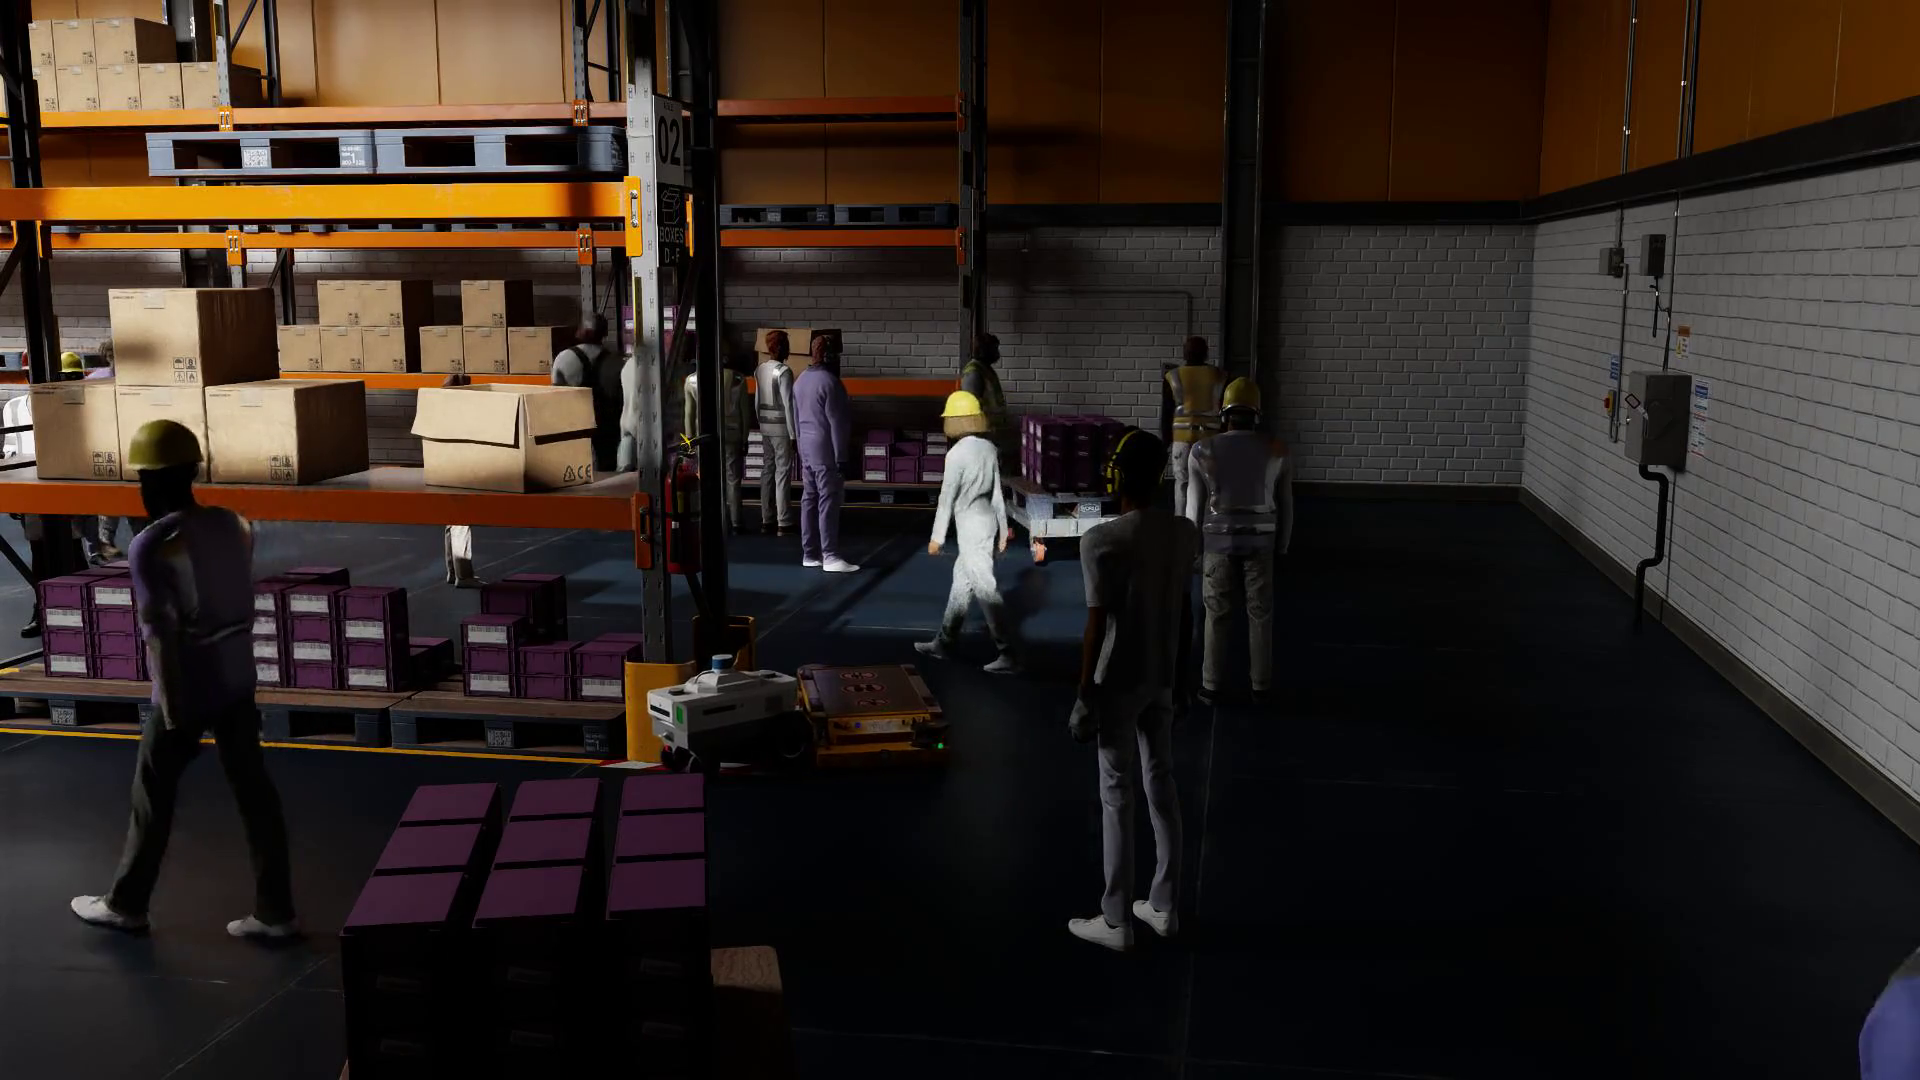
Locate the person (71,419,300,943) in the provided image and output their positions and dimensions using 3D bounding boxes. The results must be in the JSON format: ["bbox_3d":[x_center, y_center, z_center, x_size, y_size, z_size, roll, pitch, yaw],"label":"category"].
[{"bbox_3d":[-2.809,0.513,5.966,0.943,1.883,0.591,3,10,18],"label":"person"}]

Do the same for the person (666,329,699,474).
[{"bbox_3d":[-2.633,-1.074,15.875,0.418,1.866,0.606,2,9,11],"label":"person"}]

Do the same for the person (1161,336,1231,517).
[{"bbox_3d":[2.113,-0.901,14.895,0.631,1.841,0.429,0,9,1],"label":"person"}]

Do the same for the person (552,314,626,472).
[{"bbox_3d":[-3.553,-1.165,15.913,0.746,2.000,0.534,-3,10,-16],"label":"person"}]

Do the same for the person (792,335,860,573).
[{"bbox_3d":[-1.076,-0.695,13.408,0.401,1.910,0.641,-6,11,-34],"label":"person"}]

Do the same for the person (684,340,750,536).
[{"bbox_3d":[-2.207,-0.940,15.180,0.589,1.827,0.404,-1,9,-5],"label":"person"}]

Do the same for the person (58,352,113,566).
[{"bbox_3d":[-7.163,-0.636,13.479,0.308,1.769,0.524,7,12,37],"label":"person"}]

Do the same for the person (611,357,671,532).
[{"bbox_3d":[-2.884,-1.036,15.573,0.642,1.883,1.015,9,13,44],"label":"person"}]

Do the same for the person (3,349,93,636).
[{"bbox_3d":[-6.023,-0.325,11.009,0.550,1.941,0.347,-2,9,-10],"label":"person"}]

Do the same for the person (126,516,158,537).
[{"bbox_3d":[-5.498,-0.382,11.376,0.631,1.935,0.362,1,9,6],"label":"person"}]

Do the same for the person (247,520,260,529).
[{"bbox_3d":[-4.931,-0.255,10.949,0.761,1.825,0.619,3,10,17],"label":"person"}]

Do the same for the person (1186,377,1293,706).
[{"bbox_3d":[1.541,0.016,9.228,0.592,1.833,0.404,0,9,2],"label":"person"}]

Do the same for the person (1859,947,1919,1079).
[{"bbox_3d":[1.410,1.115,2.215,0.617,1.907,0.354,-6,11,-35],"label":"person"}]

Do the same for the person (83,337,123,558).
[{"bbox_3d":[-6.950,-0.759,13.889,0.957,1.875,0.605,6,11,34],"label":"person"}]

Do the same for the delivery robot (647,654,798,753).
[{"bbox_3d":[-1.145,0.797,8.045,0.707,0.478,0.477,-7,12,-39],"label":"delivery robot"}]

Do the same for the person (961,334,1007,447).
[{"bbox_3d":[0.223,-1.003,15.551,0.430,1.838,0.632,2,9,12],"label":"person"}]

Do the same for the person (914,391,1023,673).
[{"bbox_3d":[0.049,-0.054,10.076,0.832,1.694,0.494,5,10,27],"label":"person"}]

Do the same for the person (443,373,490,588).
[{"bbox_3d":[-3.819,-0.449,12.716,0.305,1.637,0.522,-5,10,-28],"label":"person"}]

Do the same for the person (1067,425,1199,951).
[{"bbox_3d":[0.611,0.526,5.937,0.514,1.876,0.328,-6,11,-33],"label":"person"}]

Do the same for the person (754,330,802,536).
[{"bbox_3d":[-1.654,-0.978,15.236,0.356,1.884,0.574,-7,12,-39],"label":"person"}]

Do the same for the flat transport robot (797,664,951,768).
[{"bbox_3d":[-0.481,0.884,8.673,0.652,0.197,1.431,-2,9,-10],"label":"flat transport robot"}]
